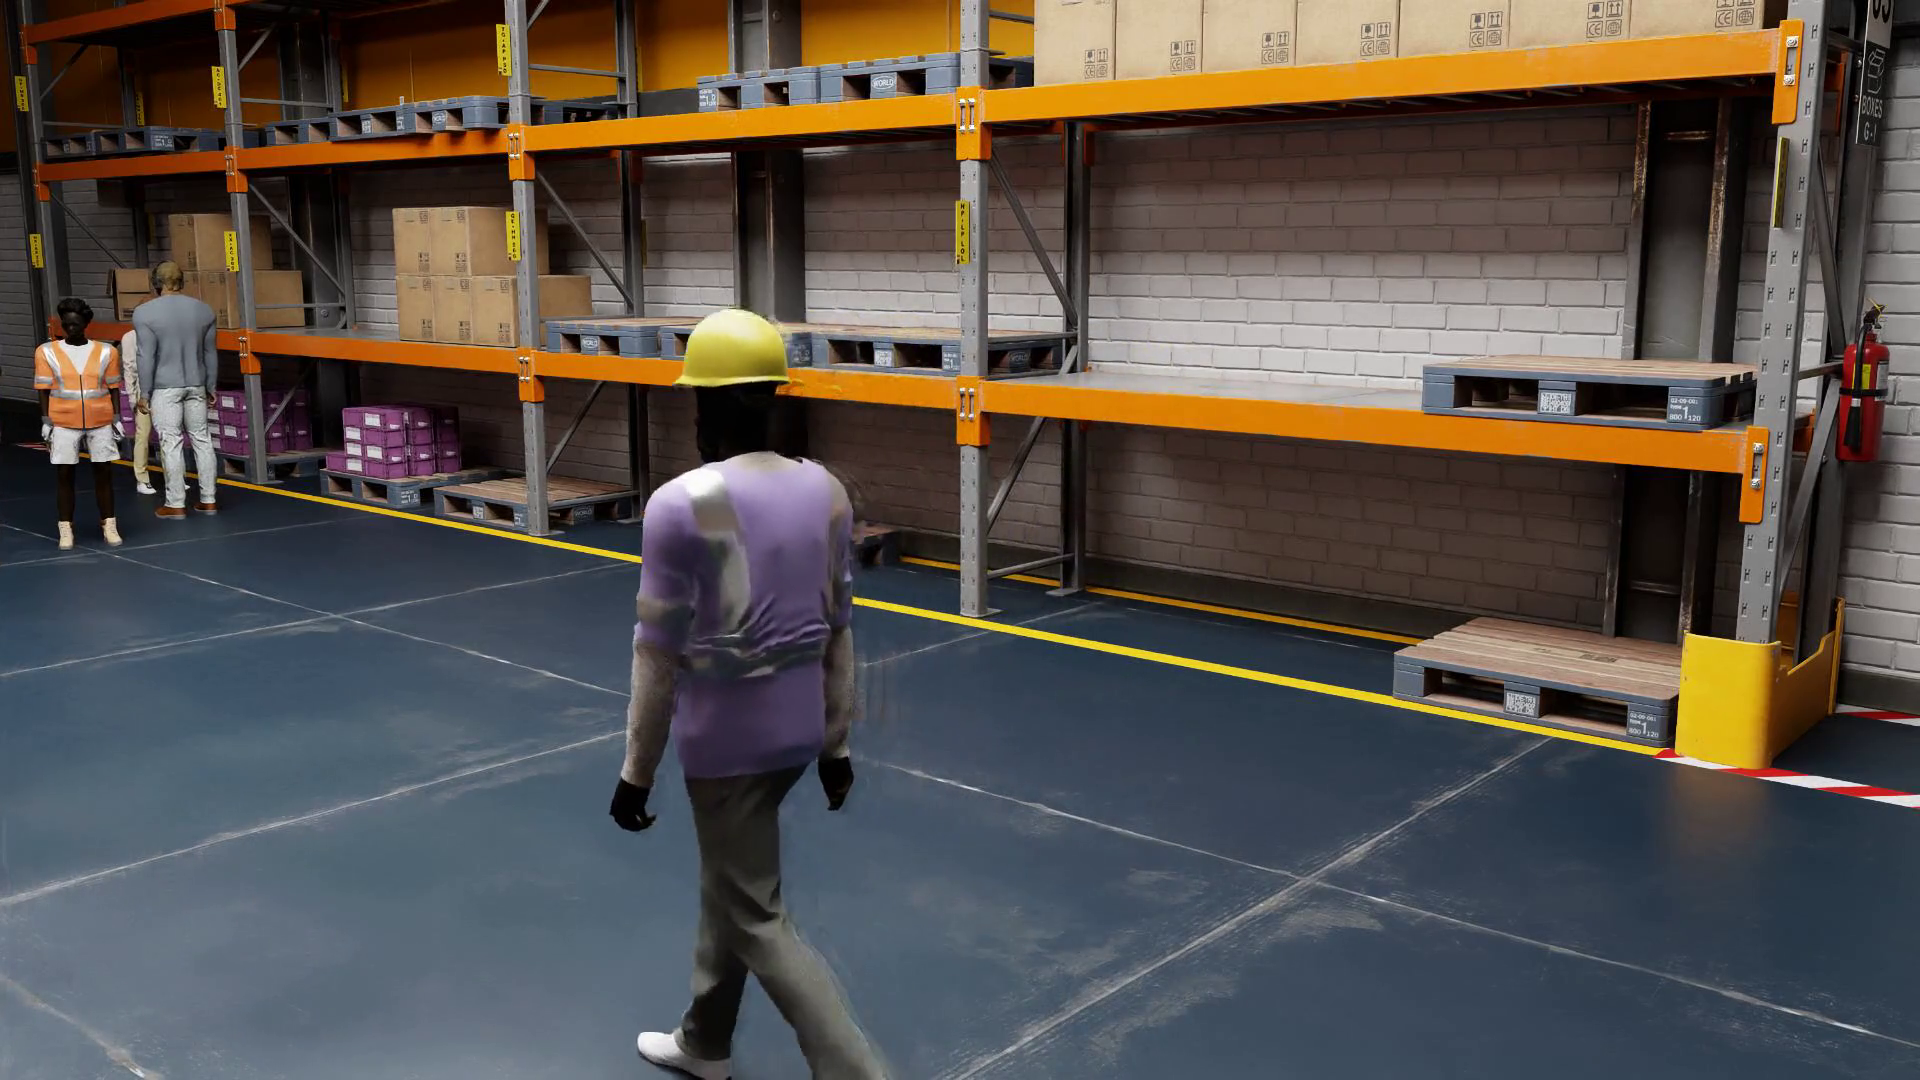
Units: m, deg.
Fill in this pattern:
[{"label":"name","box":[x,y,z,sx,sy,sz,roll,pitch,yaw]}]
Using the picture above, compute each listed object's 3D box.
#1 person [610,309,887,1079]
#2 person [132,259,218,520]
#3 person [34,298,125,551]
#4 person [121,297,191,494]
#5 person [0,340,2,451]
[{"label":"person","box":[-0.432,0.434,3.736,0.906,1.896,0.583,7,12,33]},{"label":"person","box":[-5.860,-1.123,12.466,0.359,1.937,0.635,7,12,34]},{"label":"person","box":[-5.921,-0.782,11.216,0.529,1.694,0.321,-7,12,-33]},{"label":"person","box":[-6.664,-1.194,13.770,0.285,1.625,0.494,6,12,31]},{"label":"person","box":[-9.786,-1.761,16.407,0.403,1.827,0.600,9,14,43]}]
